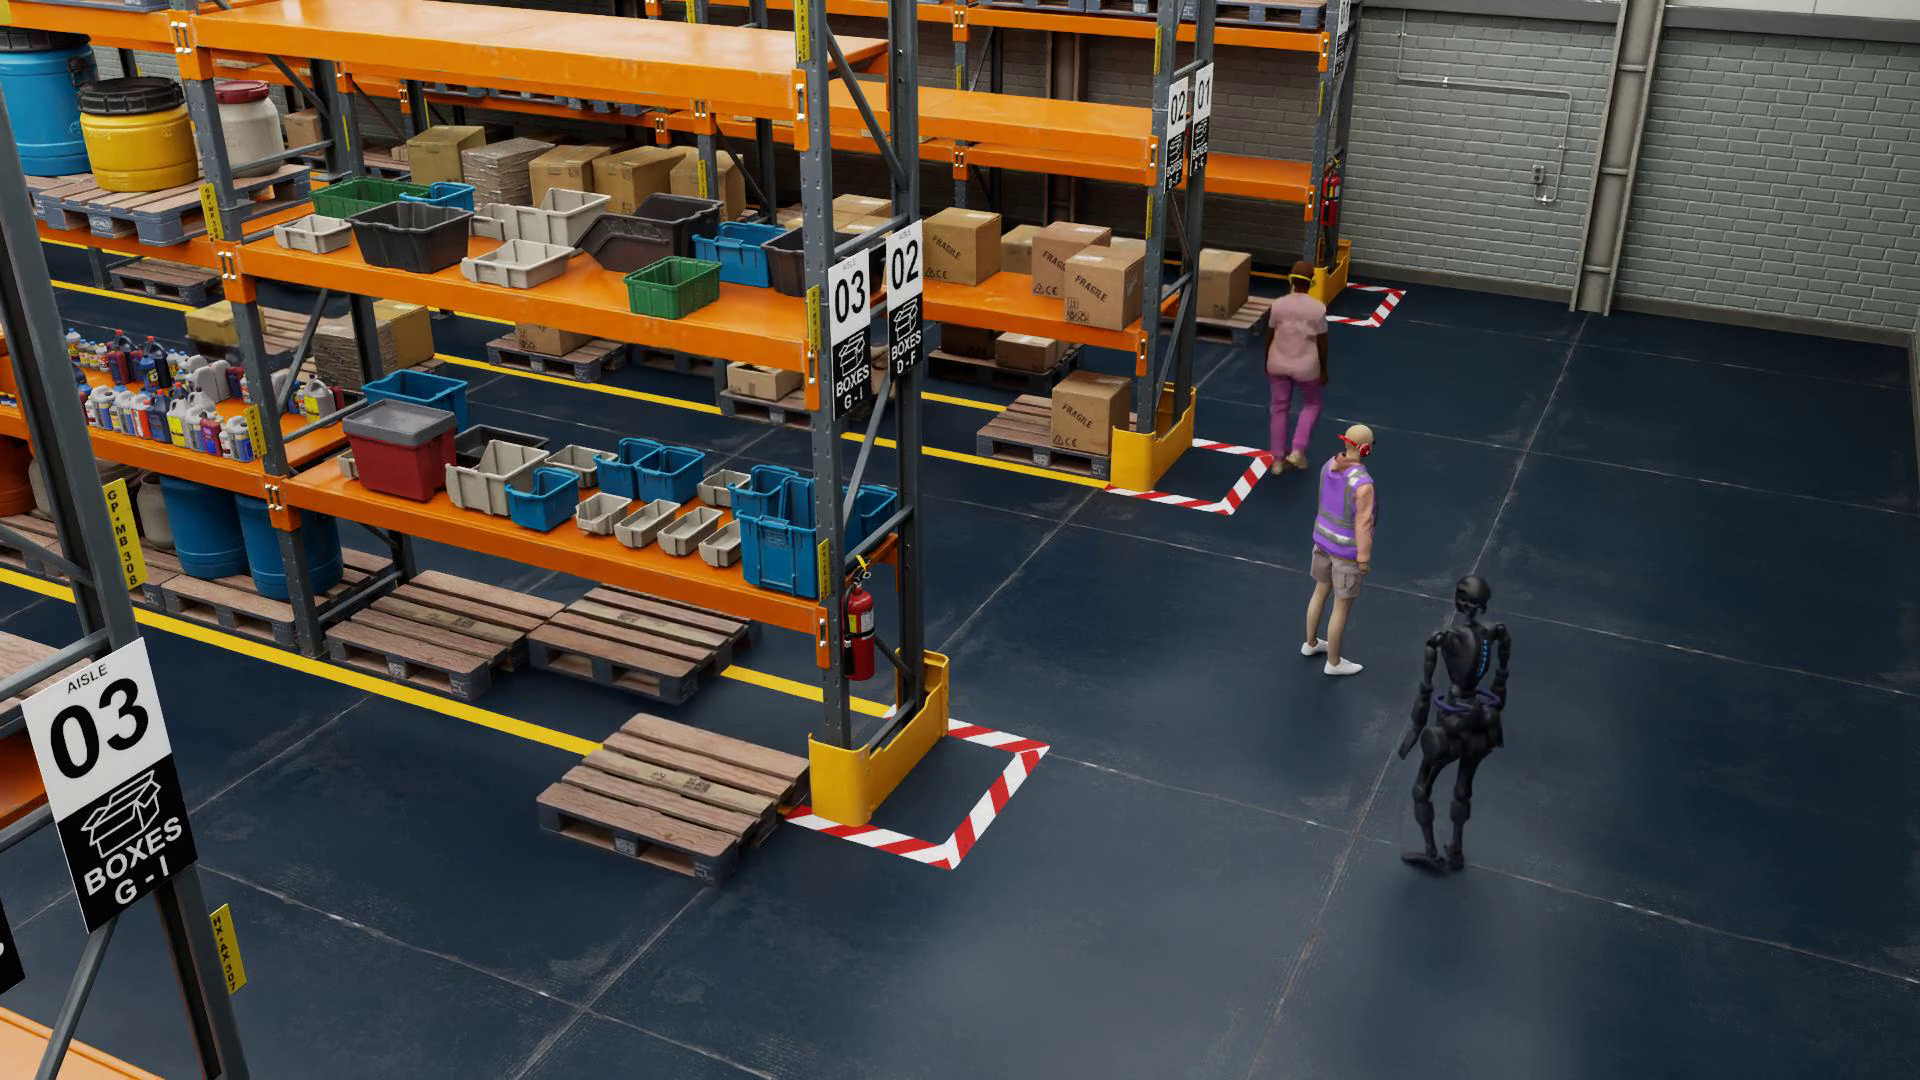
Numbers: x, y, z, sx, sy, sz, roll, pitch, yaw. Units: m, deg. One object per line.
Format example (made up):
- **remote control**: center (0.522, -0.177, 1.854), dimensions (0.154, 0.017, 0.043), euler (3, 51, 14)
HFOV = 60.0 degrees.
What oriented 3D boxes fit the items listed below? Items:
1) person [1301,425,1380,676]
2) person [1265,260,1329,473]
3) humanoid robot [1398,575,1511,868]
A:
- **person**: center (2.428, 0.059, 10.587), dimensions (0.347, 1.688, 0.491), euler (-11, 28, -21)
- **person**: center (2.712, -1.384, 13.380), dimensions (0.550, 1.787, 0.411), euler (13, 29, 25)
- **humanoid robot**: center (2.619, 0.966, 8.759), dimensions (0.611, 1.639, 0.372), euler (-10, 28, -20)
